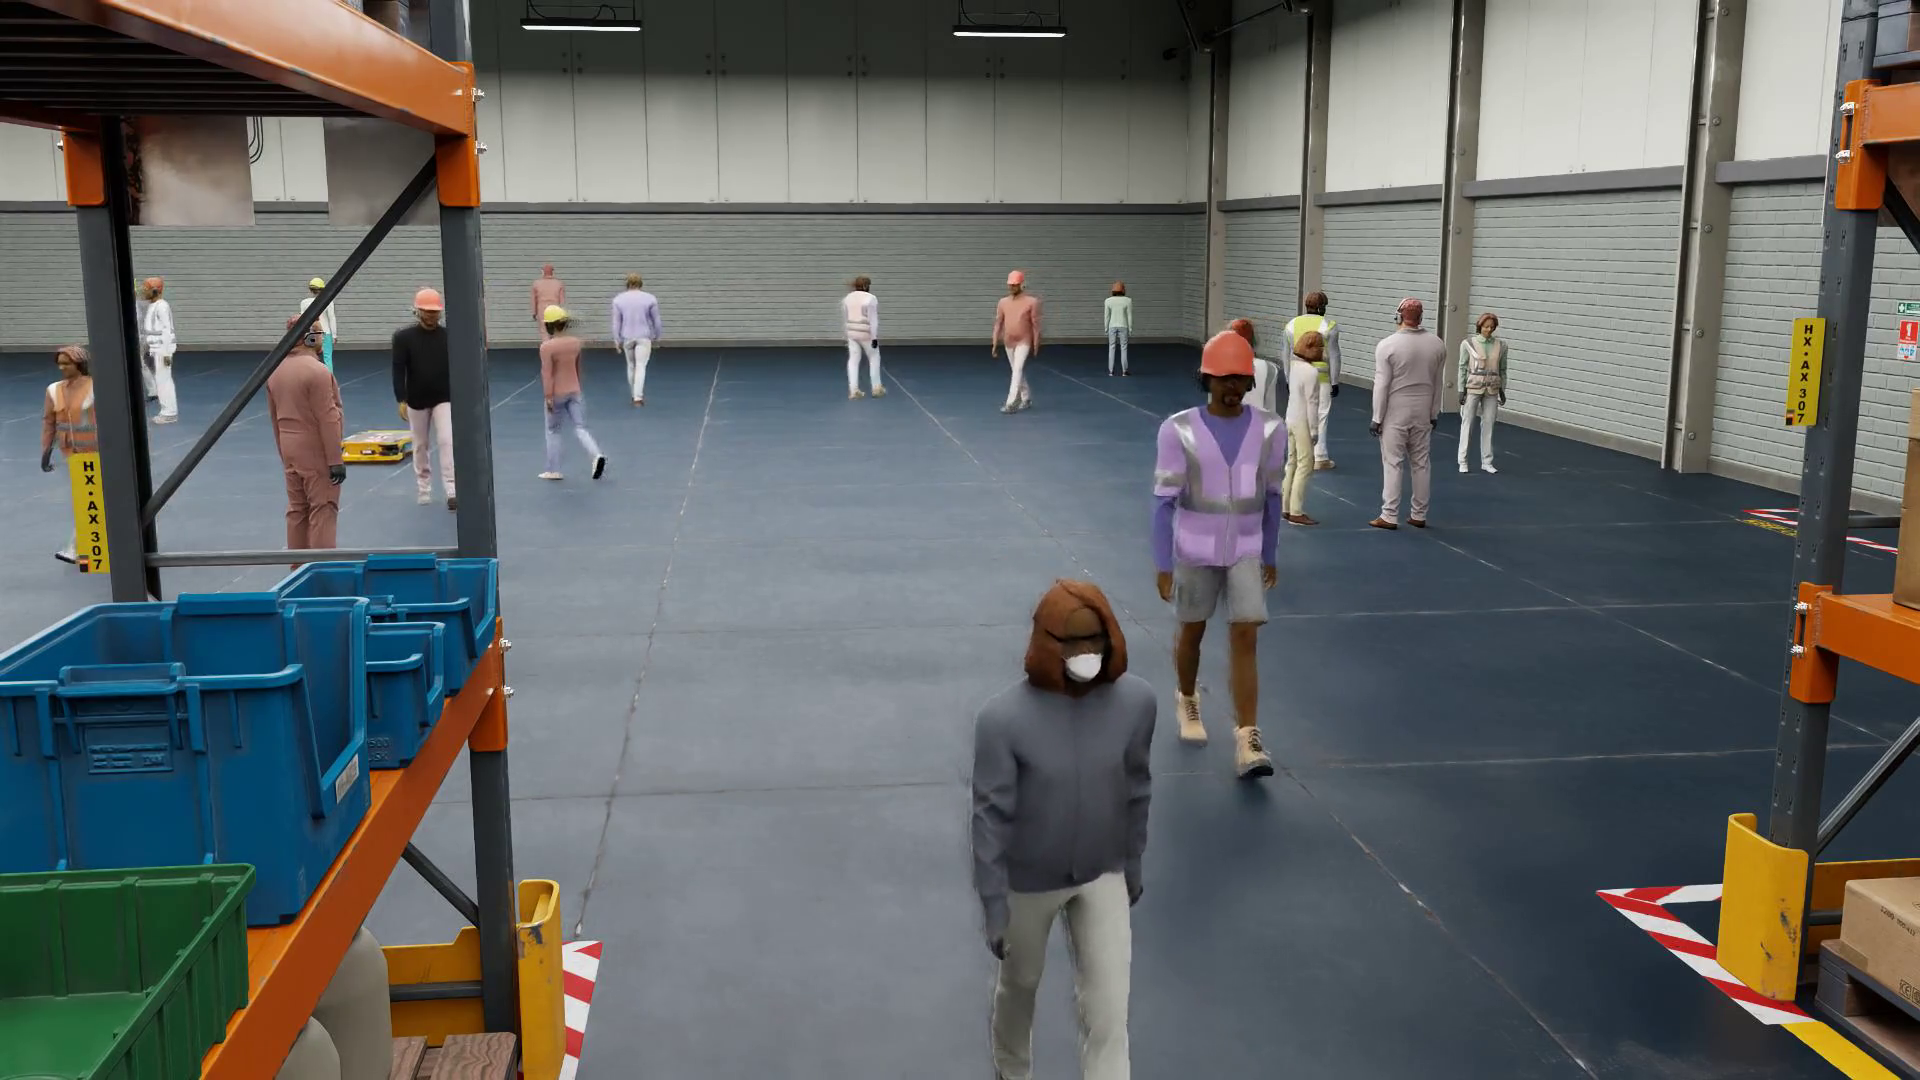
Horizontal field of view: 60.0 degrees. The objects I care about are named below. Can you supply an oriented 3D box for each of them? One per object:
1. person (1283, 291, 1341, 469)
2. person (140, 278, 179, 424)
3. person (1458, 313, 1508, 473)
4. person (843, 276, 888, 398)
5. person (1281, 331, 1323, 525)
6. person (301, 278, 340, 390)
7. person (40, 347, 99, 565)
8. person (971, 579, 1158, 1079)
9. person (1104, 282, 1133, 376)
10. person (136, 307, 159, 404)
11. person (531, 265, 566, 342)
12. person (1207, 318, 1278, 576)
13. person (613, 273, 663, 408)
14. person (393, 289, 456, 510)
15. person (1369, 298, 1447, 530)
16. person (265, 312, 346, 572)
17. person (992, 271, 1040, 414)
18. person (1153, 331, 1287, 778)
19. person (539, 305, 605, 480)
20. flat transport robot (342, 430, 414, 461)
[{"bbox_3d":[3.675,-1.659,17.315,0.633,1.842,0.429,9,14,40],"label":"person"},{"bbox_3d":[-10.400,-2.435,21.501,0.496,1.872,0.639,-8,13,-36],"label":"person"},{"bbox_3d":[5.324,-1.496,16.982,0.512,1.638,0.307,-1,10,-4],"label":"person"},{"bbox_3d":[-1.396,-3.056,25.032,0.661,1.815,0.784,7,12,34],"label":"person"},{"bbox_3d":[2.884,-0.941,13.976,0.280,1.625,0.516,-2,10,-9],"label":"person"},{"bbox_3d":[-10.013,-3.208,26.017,0.529,1.765,0.327,0,10,-1],"label":"person"},{"bbox_3d":[-6.530,-0.621,12.298,0.539,1.593,0.856,2,11,11],"label":"person"},{"bbox_3d":[0.260,0.863,4.189,0.510,1.575,0.873,-3,11,-16],"label":"person"},{"bbox_3d":[2.752,-3.664,28.873,0.498,1.633,0.282,3,11,15],"label":"person"},{"bbox_3d":[-11.950,-2.809,23.782,0.607,1.784,0.952,8,13,36],"label":"person"},{"bbox_3d":[-8.082,-4.457,32.661,0.660,1.858,1.033,-3,11,-14],"label":"person"},{"bbox_3d":[2.021,-0.676,11.990,0.586,1.832,1.009,-3,11,-16],"label":"person"},{"bbox_3d":[-4.594,-2.858,23.767,0.654,1.880,1.031,1,10,4],"label":"person"},{"bbox_3d":[-4.670,-1.227,14.662,0.608,1.930,1.081,-4,11,-20],"label":"person"},{"bbox_3d":[3.660,-1.035,13.717,0.642,1.909,0.410,-3,11,-18],"label":"person"},{"bbox_3d":[-4.313,-0.562,11.119,0.639,1.910,0.407,7,13,35],"label":"person"},{"bbox_3d":[0.773,-2.734,22.963,0.630,1.940,1.055,5,12,28],"label":"person"},{"bbox_3d":[1.183,0.053,7.544,0.630,1.981,1.061,-1,10,-5],"label":"person"},{"bbox_3d":[-3.858,-1.437,16.366,0.727,1.740,0.530,8,13,39],"label":"person"},{"bbox_3d":[-6.360,-1.043,18.244,0.652,0.197,1.431,-1,10,-6],"label":"flat transport robot"}]
